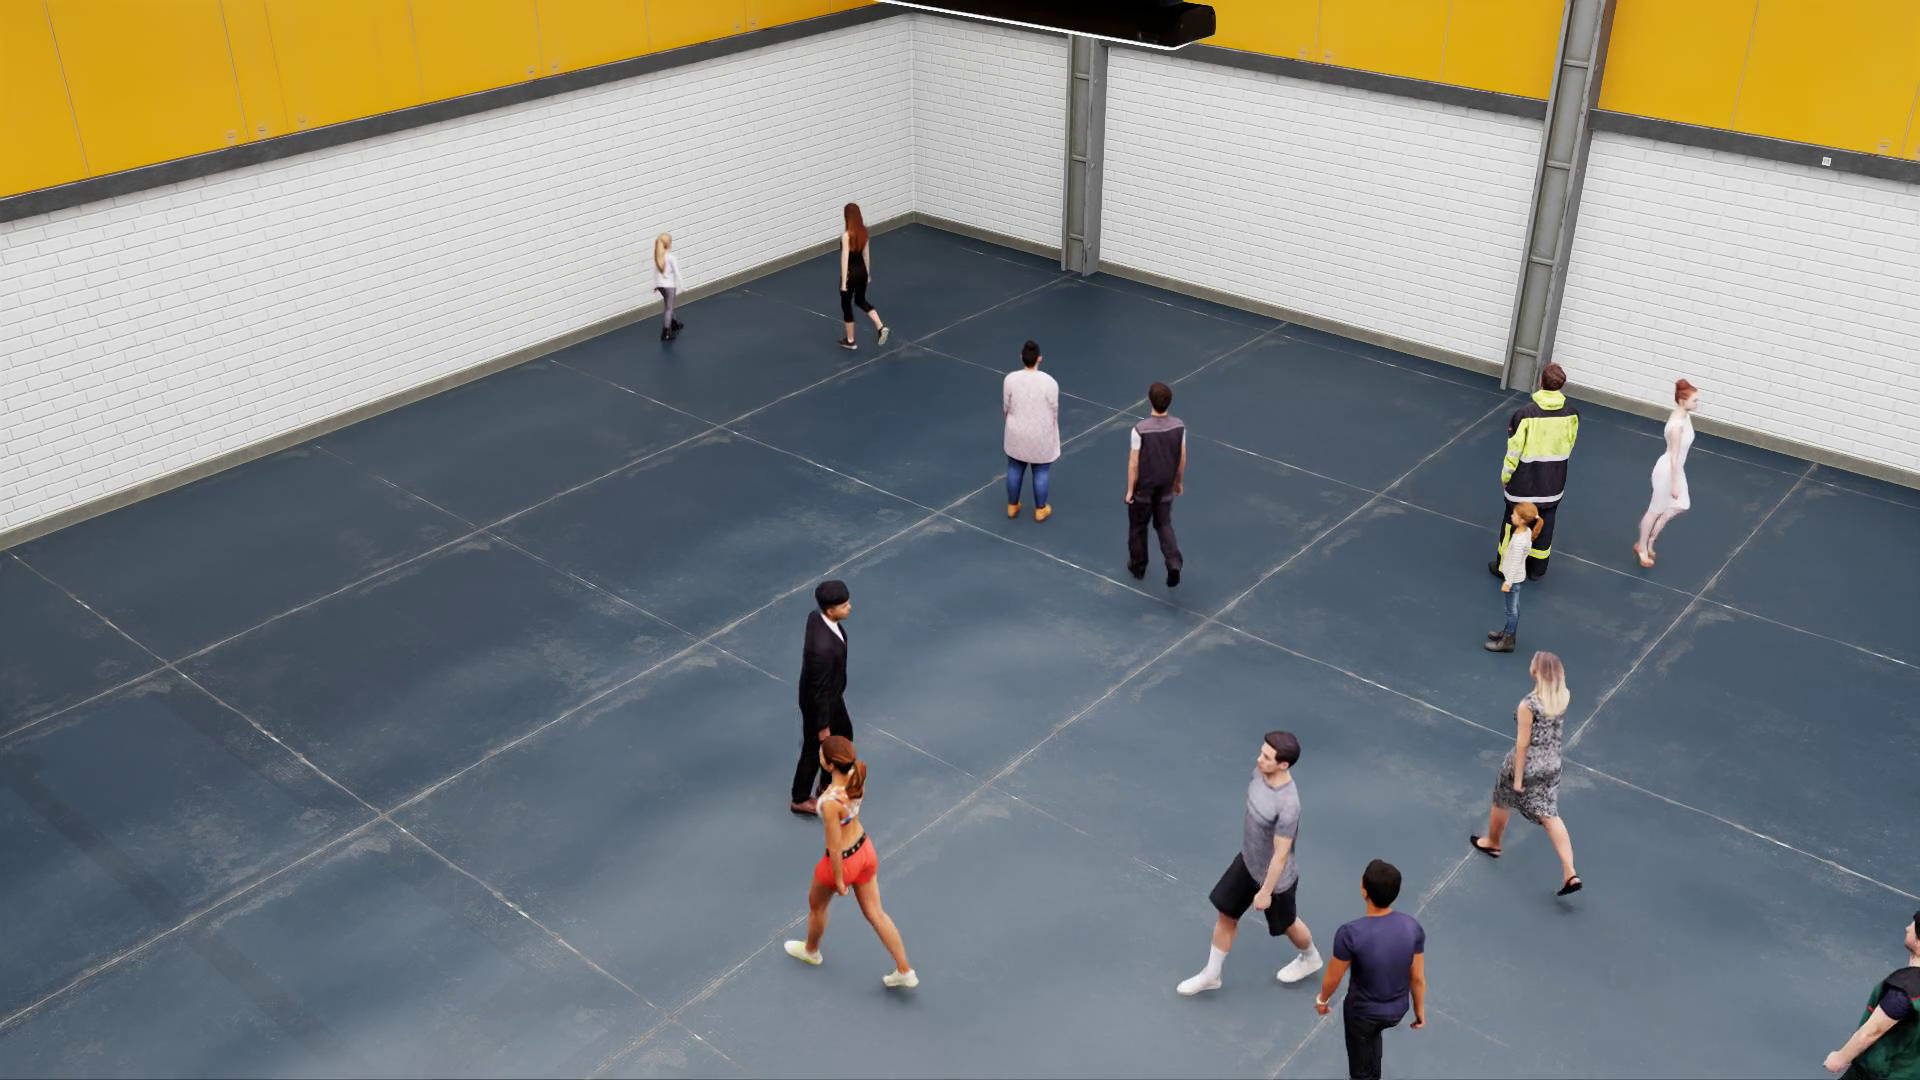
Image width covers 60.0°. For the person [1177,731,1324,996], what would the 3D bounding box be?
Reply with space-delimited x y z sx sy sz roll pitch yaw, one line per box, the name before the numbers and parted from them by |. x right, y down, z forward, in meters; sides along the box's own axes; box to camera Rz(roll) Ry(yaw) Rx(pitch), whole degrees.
person | 1.888 1.912 9.711 1.142 1.836 1.205 -8 30 -14

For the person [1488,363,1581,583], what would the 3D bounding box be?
person | 4.874 -0.562 14.094 0.867 1.983 0.899 -5 29 -9

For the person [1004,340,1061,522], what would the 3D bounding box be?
person | 0.635 -1.003 15.153 0.697 1.742 0.836 9 30 16

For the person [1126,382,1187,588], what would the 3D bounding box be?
person | 1.665 -0.419 13.990 0.956 1.832 1.078 -8 30 -15

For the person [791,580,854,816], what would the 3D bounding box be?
person | -0.993 1.068 11.242 0.926 1.852 0.876 0 29 -1

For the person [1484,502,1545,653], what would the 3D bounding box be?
person | 4.418 0.291 13.226 0.551 1.316 0.522 13 31 23

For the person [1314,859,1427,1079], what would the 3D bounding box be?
person | 2.202 2.510 8.691 0.886 1.764 0.944 -7 29 -12

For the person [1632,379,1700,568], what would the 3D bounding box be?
person | 5.986 -0.562 14.303 0.598 1.783 0.583 19 34 31

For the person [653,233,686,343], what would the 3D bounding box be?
person | -3.408 -2.886 19.103 0.664 1.265 0.617 18 33 29

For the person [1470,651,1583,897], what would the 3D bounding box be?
person | 3.729 1.510 10.617 0.917 1.674 1.161 -10 30 -18

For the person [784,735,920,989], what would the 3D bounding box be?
person | -0.579 1.925 9.777 1.178 1.750 0.675 17 33 28

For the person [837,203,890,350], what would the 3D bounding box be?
person | -1.125 -2.935 18.727 0.891 1.711 0.566 21 35 33
